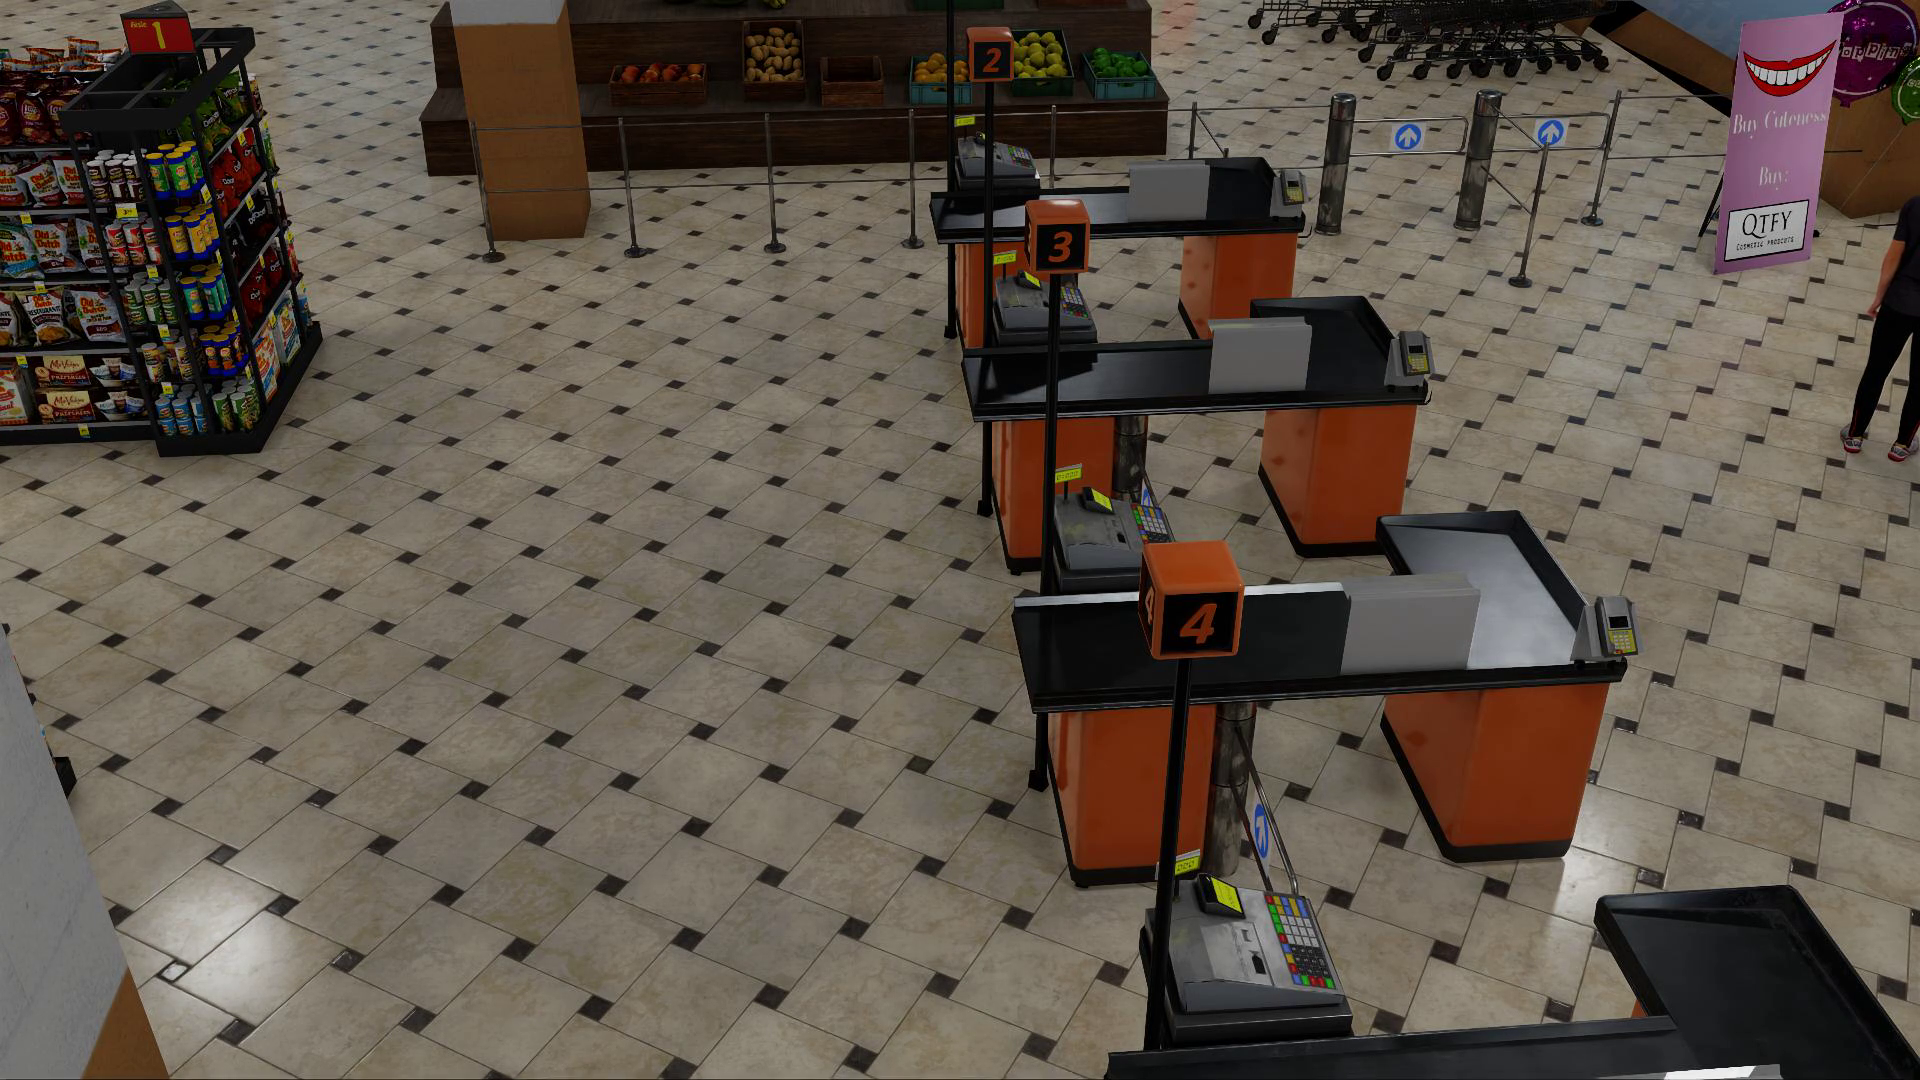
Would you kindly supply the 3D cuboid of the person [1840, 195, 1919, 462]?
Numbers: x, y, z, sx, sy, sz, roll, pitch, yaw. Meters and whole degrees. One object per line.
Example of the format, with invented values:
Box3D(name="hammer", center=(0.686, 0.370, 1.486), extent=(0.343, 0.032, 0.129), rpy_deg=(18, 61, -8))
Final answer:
Box3D(name="person", center=(5.214, -1.274, 9.039), extent=(0.681, 1.764, 0.775), rpy_deg=(18, 36, 26))
